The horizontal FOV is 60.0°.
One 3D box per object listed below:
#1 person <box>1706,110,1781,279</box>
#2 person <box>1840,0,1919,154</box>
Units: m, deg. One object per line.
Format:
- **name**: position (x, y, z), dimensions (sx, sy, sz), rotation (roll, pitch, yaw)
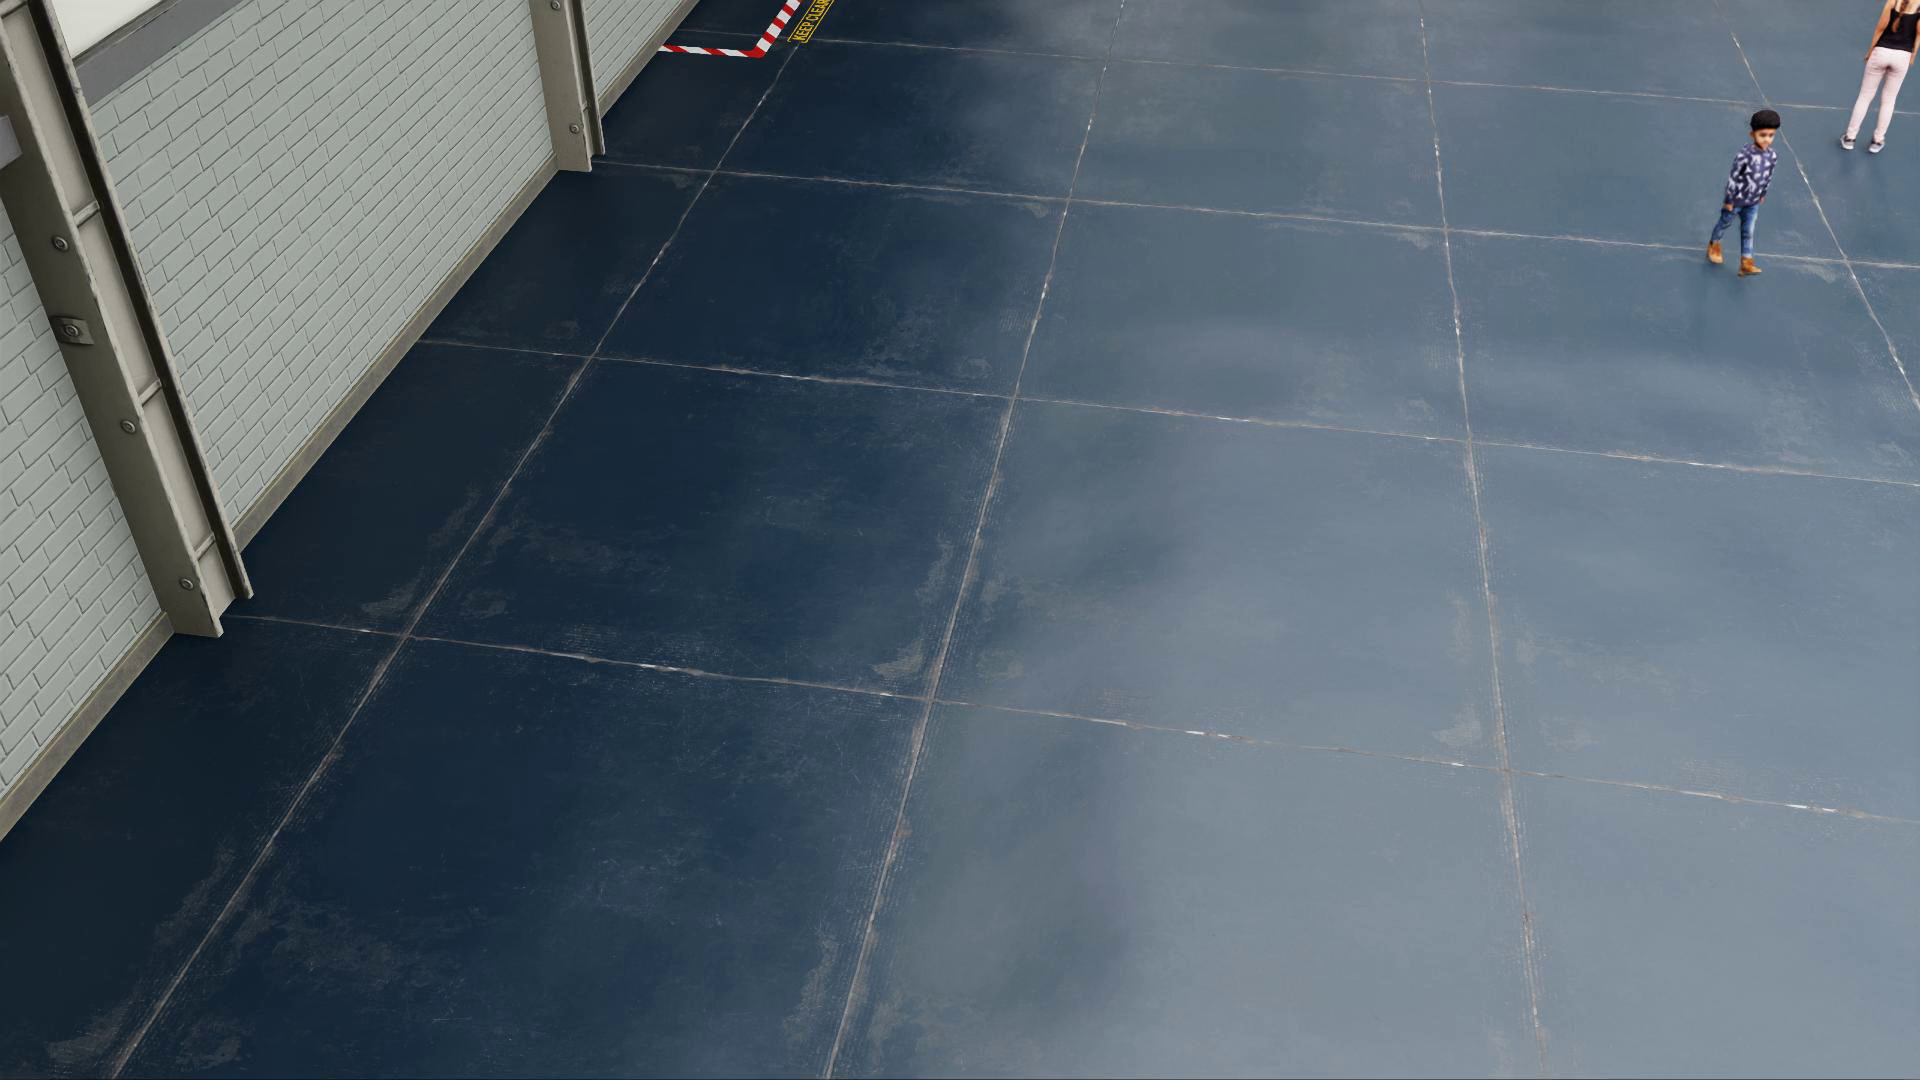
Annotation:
- **person**: position (5.792, -2.595, 12.337), dimensions (0.600, 1.220, 0.850), rotation (-2, 38, -3)
- **person**: position (7.763, -4.018, 13.878), dimensions (0.585, 1.564, 0.577), rotation (16, 41, 20)
